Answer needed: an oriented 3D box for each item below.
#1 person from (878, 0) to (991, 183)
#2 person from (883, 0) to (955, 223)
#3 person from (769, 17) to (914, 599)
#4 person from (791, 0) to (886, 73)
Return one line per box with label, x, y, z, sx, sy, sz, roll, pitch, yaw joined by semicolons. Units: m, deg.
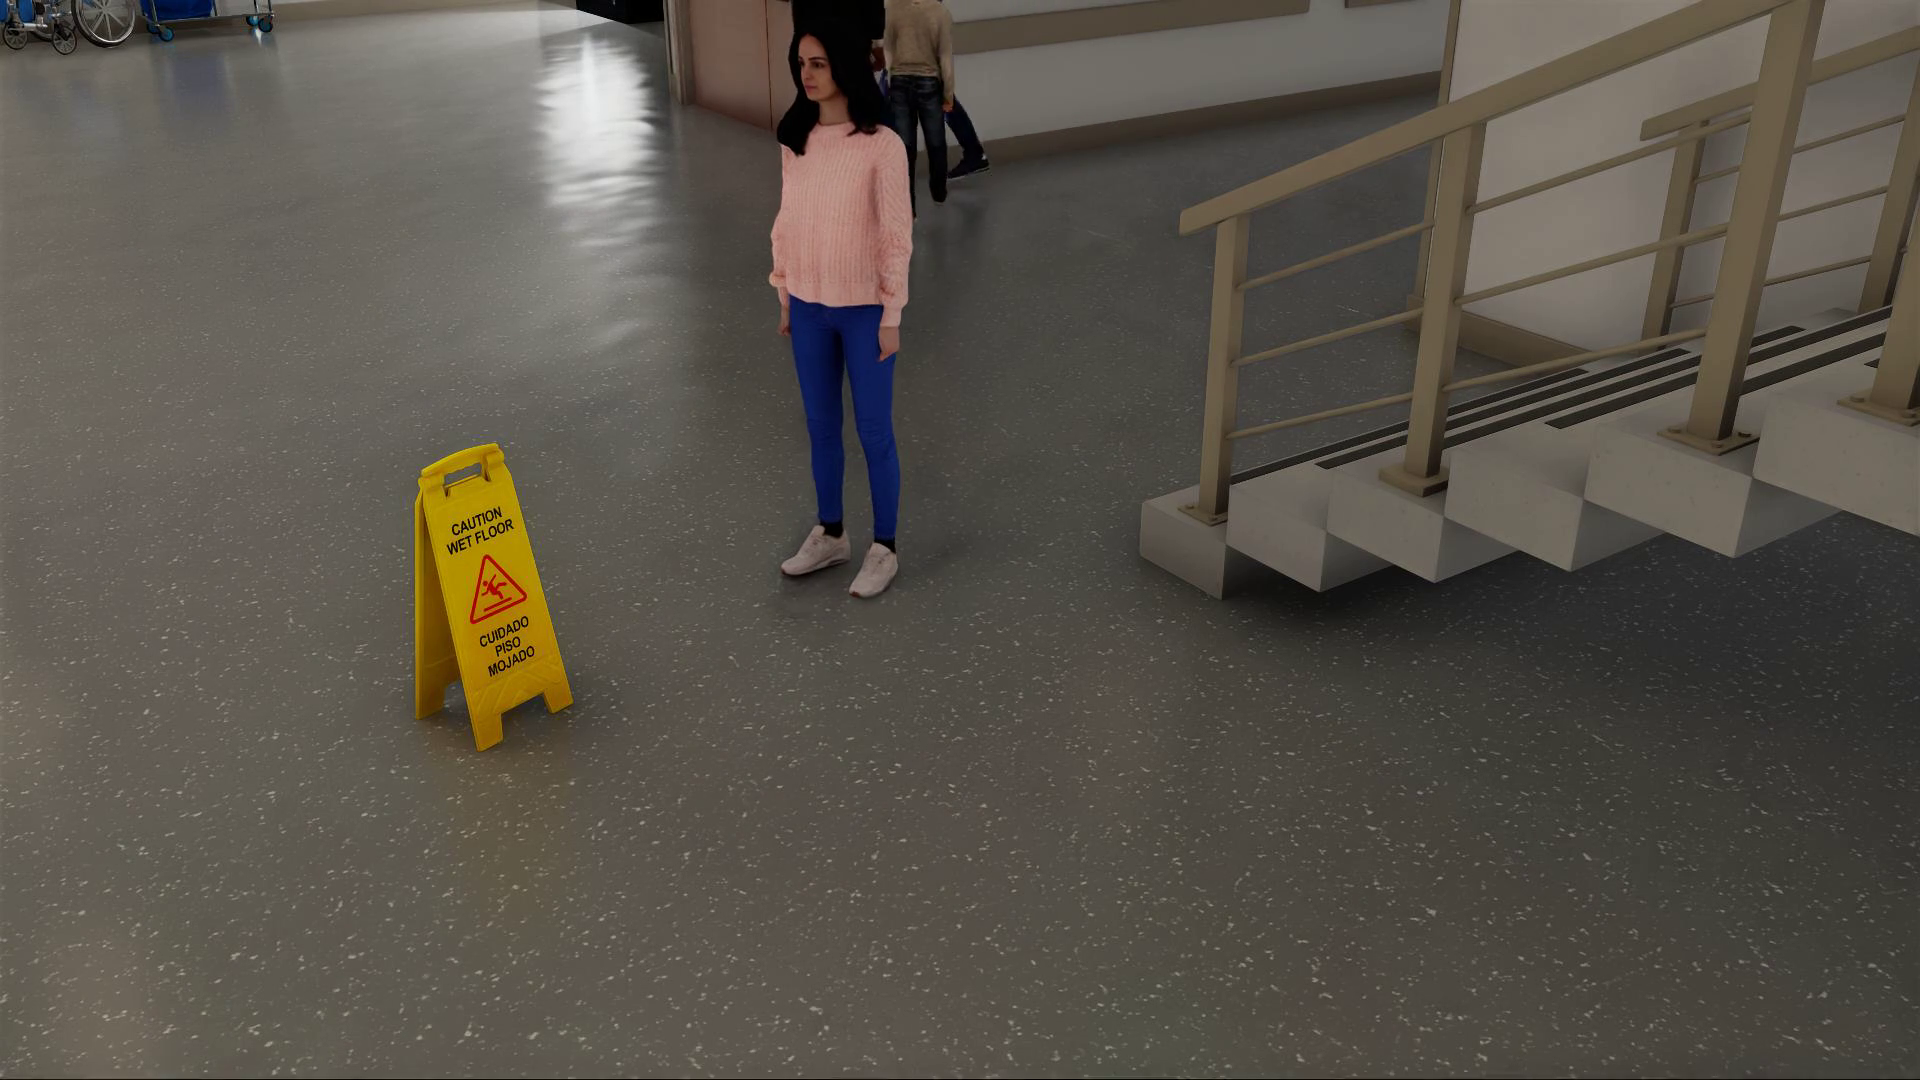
person;-0.169;-2.927;9.692;1.199;1.788;1.206;1;26;1
person;-0.259;-2.408;9.034;0.925;1.424;1.068;1;26;3
person;-0.345;-0.683;5.060;0.612;1.768;0.778;17;30;31
person;-0.700;-2.797;9.348;1.105;1.853;1.368;-3;26;-5
